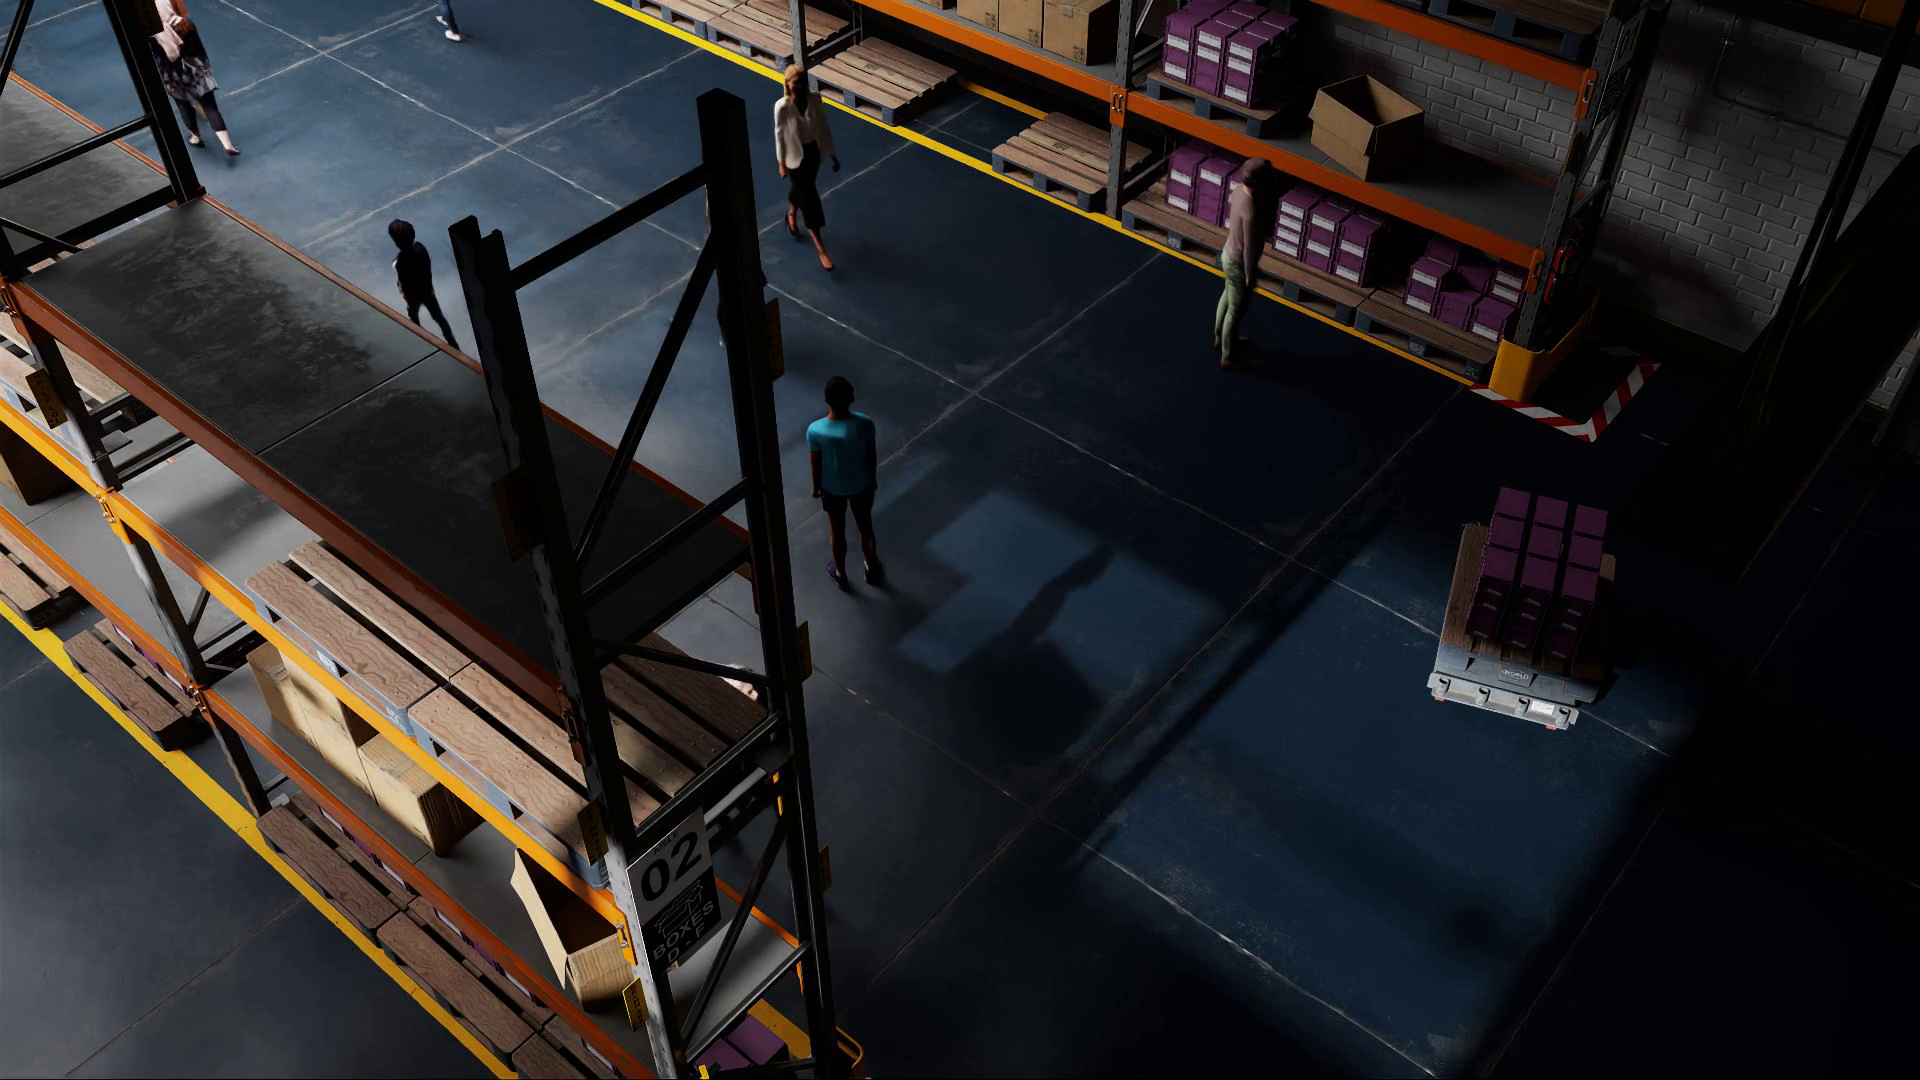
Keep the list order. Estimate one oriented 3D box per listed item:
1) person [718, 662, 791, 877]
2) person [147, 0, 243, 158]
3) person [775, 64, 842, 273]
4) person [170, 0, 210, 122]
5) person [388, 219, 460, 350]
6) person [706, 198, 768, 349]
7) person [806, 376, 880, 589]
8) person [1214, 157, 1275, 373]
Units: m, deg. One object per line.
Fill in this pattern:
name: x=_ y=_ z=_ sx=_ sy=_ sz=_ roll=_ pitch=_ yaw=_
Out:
person: x=-1.283 y=1.310 z=9.663 sx=1.138 sy=1.691 sz=0.571 roll=29 pitch=51 yaw=27
person: x=-7.248 y=-4.350 z=15.669 sx=0.746 sy=1.603 sz=1.027 roll=-27 pitch=50 yaw=-25
person: x=-1.384 y=-3.288 z=14.404 sx=0.855 sy=1.810 sz=1.222 roll=-24 pitch=49 yaw=-23
person: x=-7.633 y=-4.896 z=16.184 sx=0.608 sy=1.684 sz=0.705 roll=6 pitch=44 yaw=6
person: x=-4.374 y=-2.050 z=13.543 sx=0.854 sy=1.204 sz=0.533 roll=32 pitch=52 yaw=29
person: x=-1.916 y=-2.333 z=13.380 sx=0.763 sy=1.840 sz=0.768 roll=13 pitch=45 yaw=14
person: x=-0.775 y=-0.380 z=11.376 sx=0.693 sy=1.777 sz=0.729 roll=-7 pitch=44 yaw=-8
person: x=2.228 y=-2.207 z=13.223 sx=0.834 sy=1.874 sz=0.782 roll=-2 pitch=44 yaw=-2
